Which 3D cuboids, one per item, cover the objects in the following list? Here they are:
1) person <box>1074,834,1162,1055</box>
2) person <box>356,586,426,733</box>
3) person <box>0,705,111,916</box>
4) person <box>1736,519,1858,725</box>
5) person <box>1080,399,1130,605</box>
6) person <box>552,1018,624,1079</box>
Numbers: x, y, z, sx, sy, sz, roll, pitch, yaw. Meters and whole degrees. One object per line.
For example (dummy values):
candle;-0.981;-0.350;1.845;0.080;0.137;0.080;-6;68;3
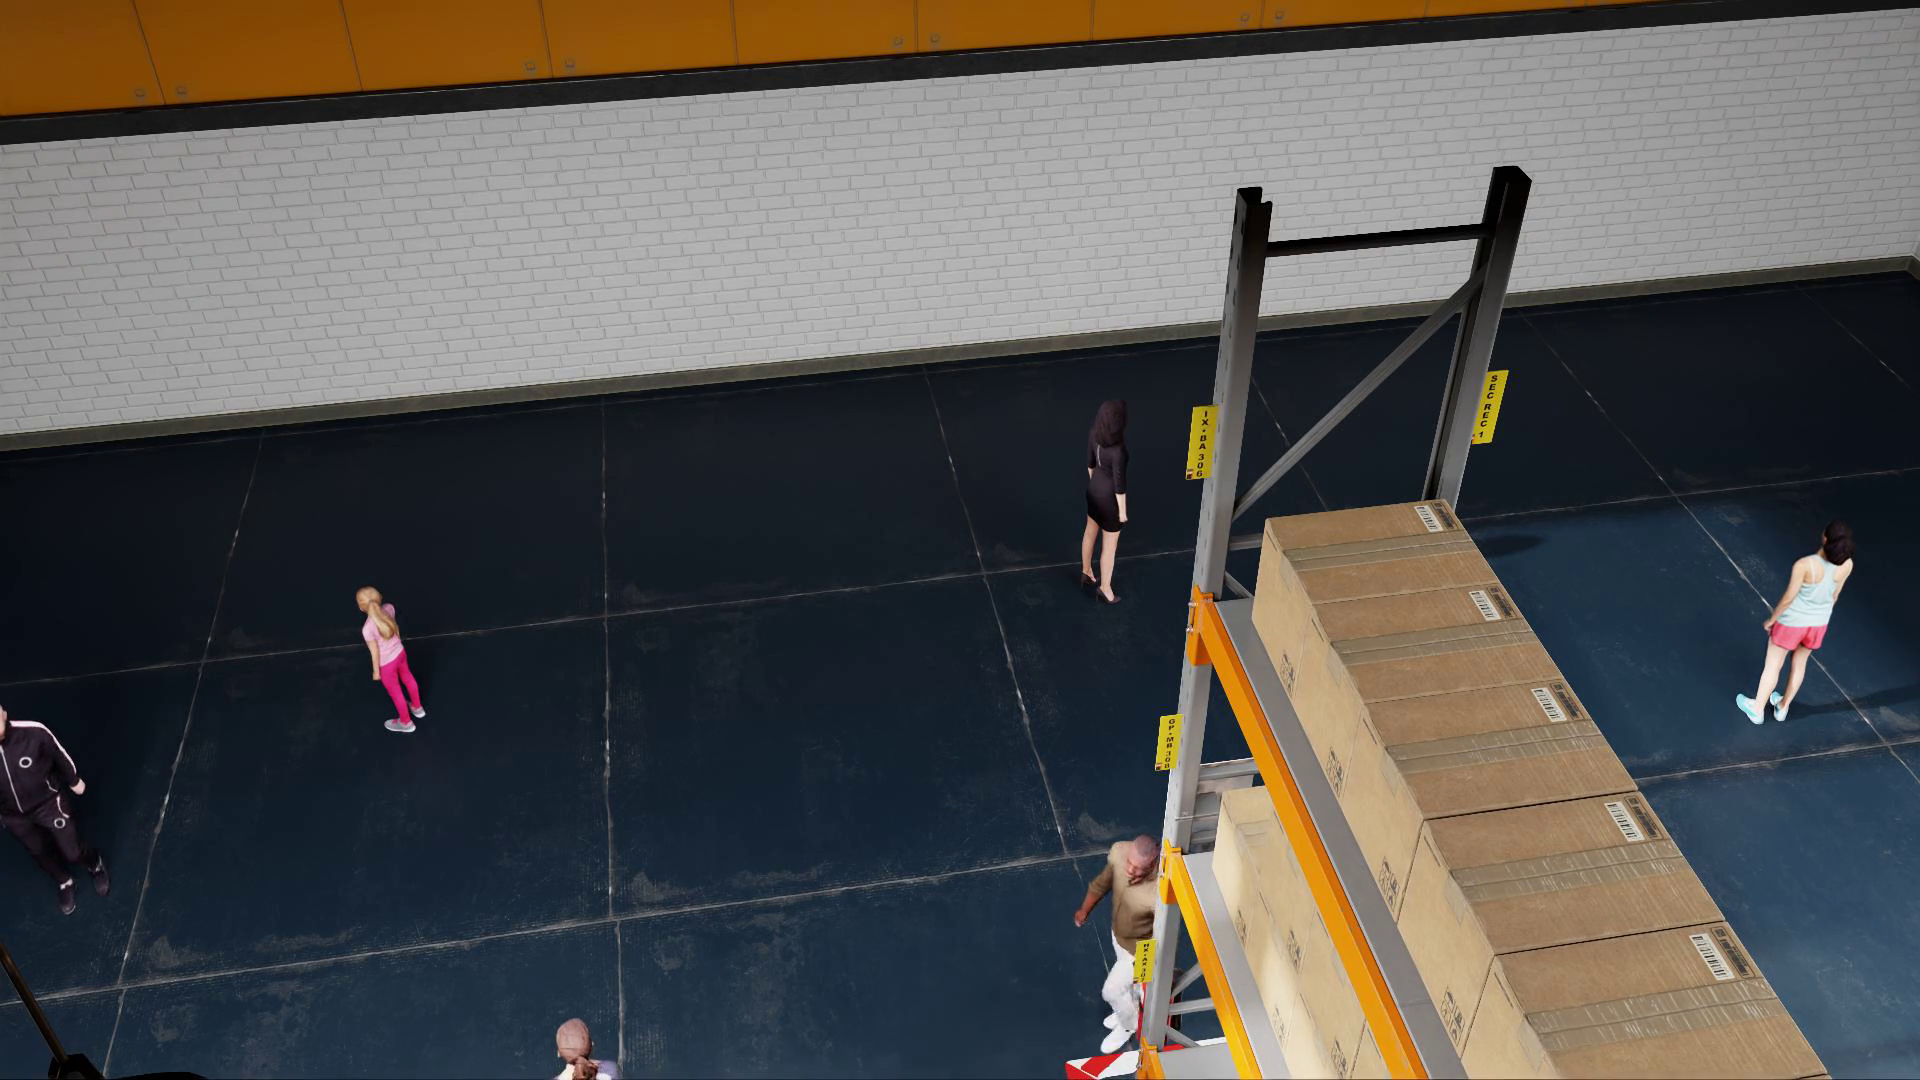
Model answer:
person;1.073;2.232;9.464;0.889;1.800;0.692;-12;40;-15
person;-3.997;0.814;11.663;0.630;1.271;0.553;12;40;15
person;-5.717;1.557;10.292;0.724;1.819;0.680;-9;40;-12
person;5.853;0.564;11.579;0.608;1.765;0.609;-2;39;-3
person;1.098;-0.295;12.622;0.702;1.806;0.530;-19;42;-22
person;-1.854;3.107;8.423;0.858;1.730;1.180;-21;43;-24
